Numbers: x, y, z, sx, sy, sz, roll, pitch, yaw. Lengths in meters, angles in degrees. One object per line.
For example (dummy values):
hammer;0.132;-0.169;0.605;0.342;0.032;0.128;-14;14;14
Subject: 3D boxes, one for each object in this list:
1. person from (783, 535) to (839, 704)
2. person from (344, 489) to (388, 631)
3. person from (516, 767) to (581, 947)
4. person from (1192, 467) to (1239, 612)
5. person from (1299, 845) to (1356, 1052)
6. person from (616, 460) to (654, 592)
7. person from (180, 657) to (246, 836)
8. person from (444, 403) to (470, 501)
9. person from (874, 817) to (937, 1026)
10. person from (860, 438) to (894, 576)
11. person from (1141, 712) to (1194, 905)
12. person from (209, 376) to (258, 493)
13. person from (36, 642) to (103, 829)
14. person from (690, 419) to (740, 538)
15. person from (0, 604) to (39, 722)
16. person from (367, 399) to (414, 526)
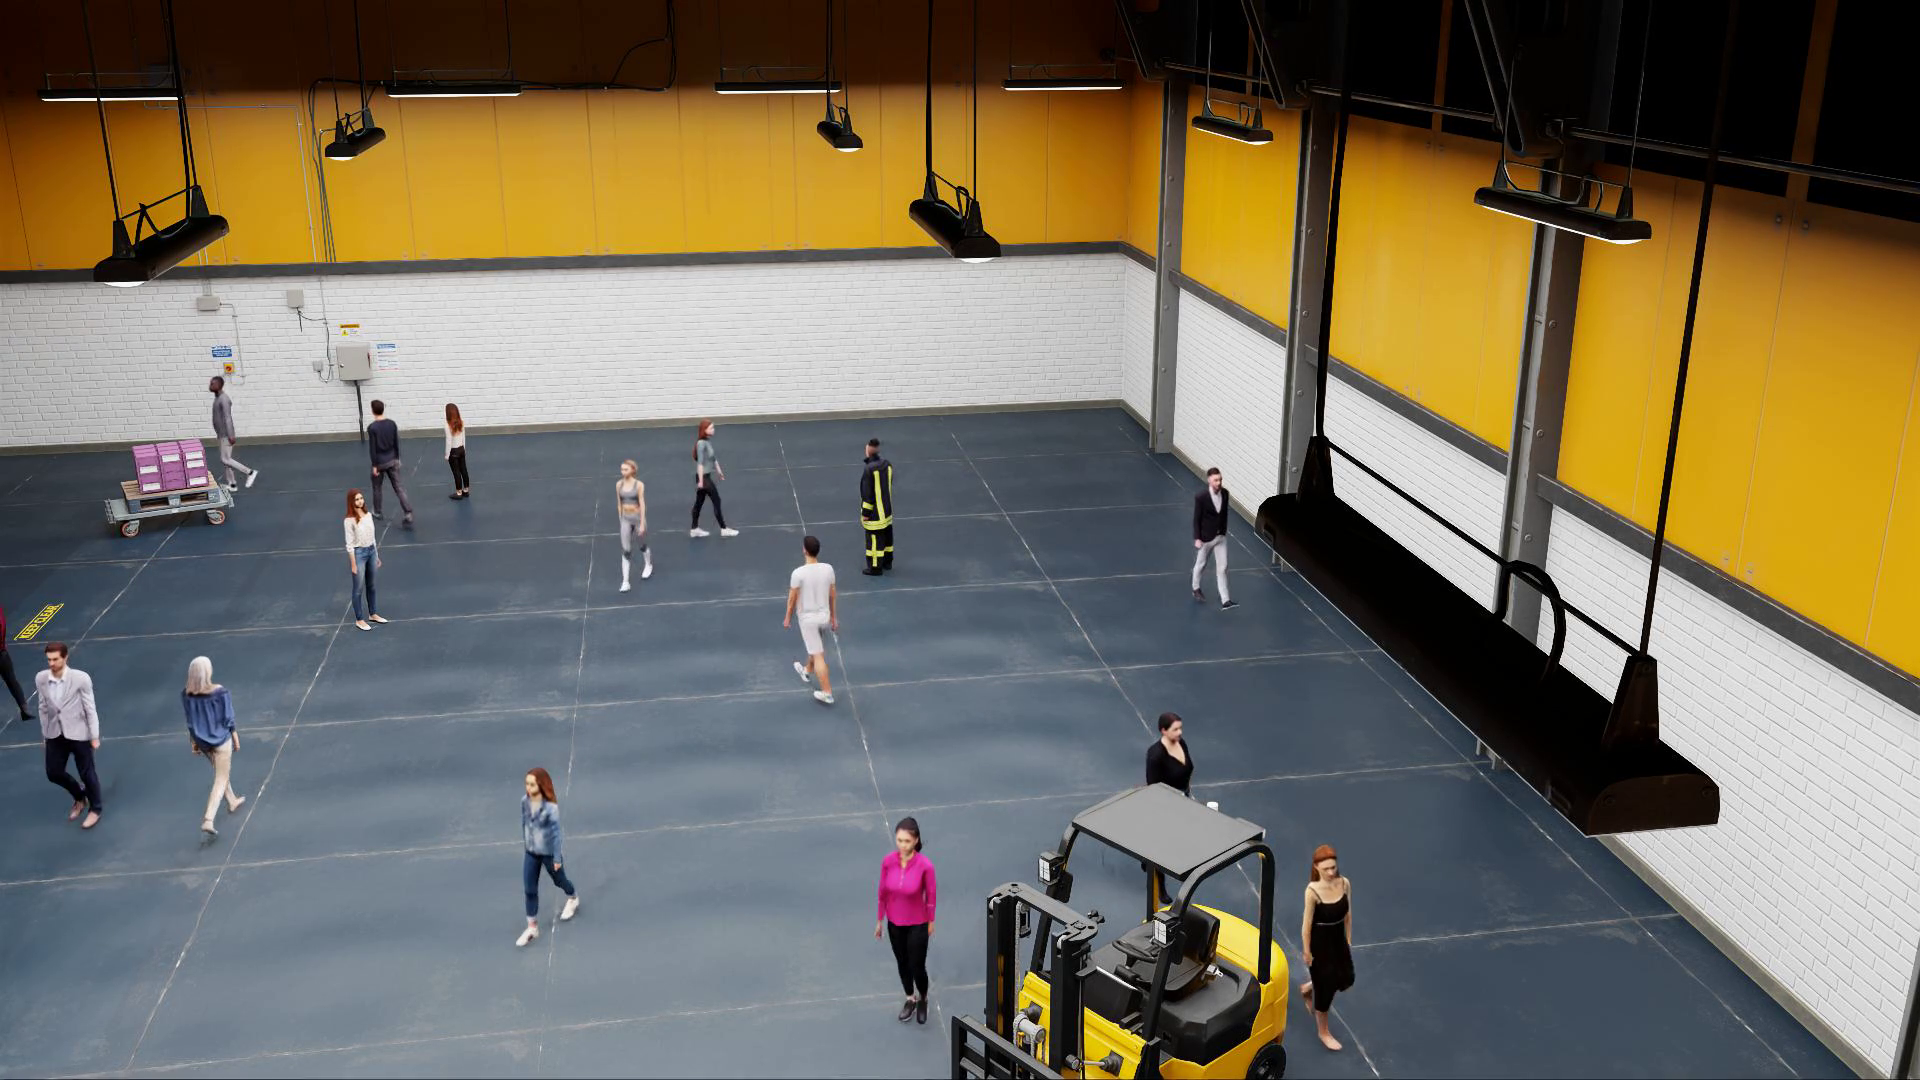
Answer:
person;-1.536;0.905;18.065;1.050;1.801;1.271;-15;24;-37
person;-7.271;0.214;20.232;0.709;1.728;0.631;10;21;28
person;-3.385;2.550;13.731;0.914;1.450;1.054;9;20;24
person;3.100;-0.041;20.890;0.862;1.791;1.248;-7;20;-20
person;2.651;2.955;12.285;0.716;1.605;0.850;-10;21;-28
person;-4.205;-0.226;21.642;0.791;1.663;1.180;3;19;8
person;-6.898;1.908;15.301;0.811;1.665;1.166;2;19;5
person;-7.649;-1.355;25.273;0.681;1.485;0.600;10;21;27
person;-0.361;2.829;12.530;0.699;1.688;0.732;7;20;20
person;-1.100;-0.461;22.022;0.937;1.866;0.867;11;22;30
person;1.685;2.254;14.147;0.945;1.747;0.871;17;25;42
person;-11.190;-1.628;25.549;0.925;1.825;0.895;-13;22;-33
person;-8.221;1.763;15.463;0.753;1.837;0.708;0;19;1
person;-3.674;-0.848;23.406;0.742;1.716;0.904;-1;19;-2
person;-10.285;1.195;17.490;0.852;1.619;1.017;1;19;2
person;-8.191;-1.066;23.880;1.308;1.826;1.155;17;25;40
